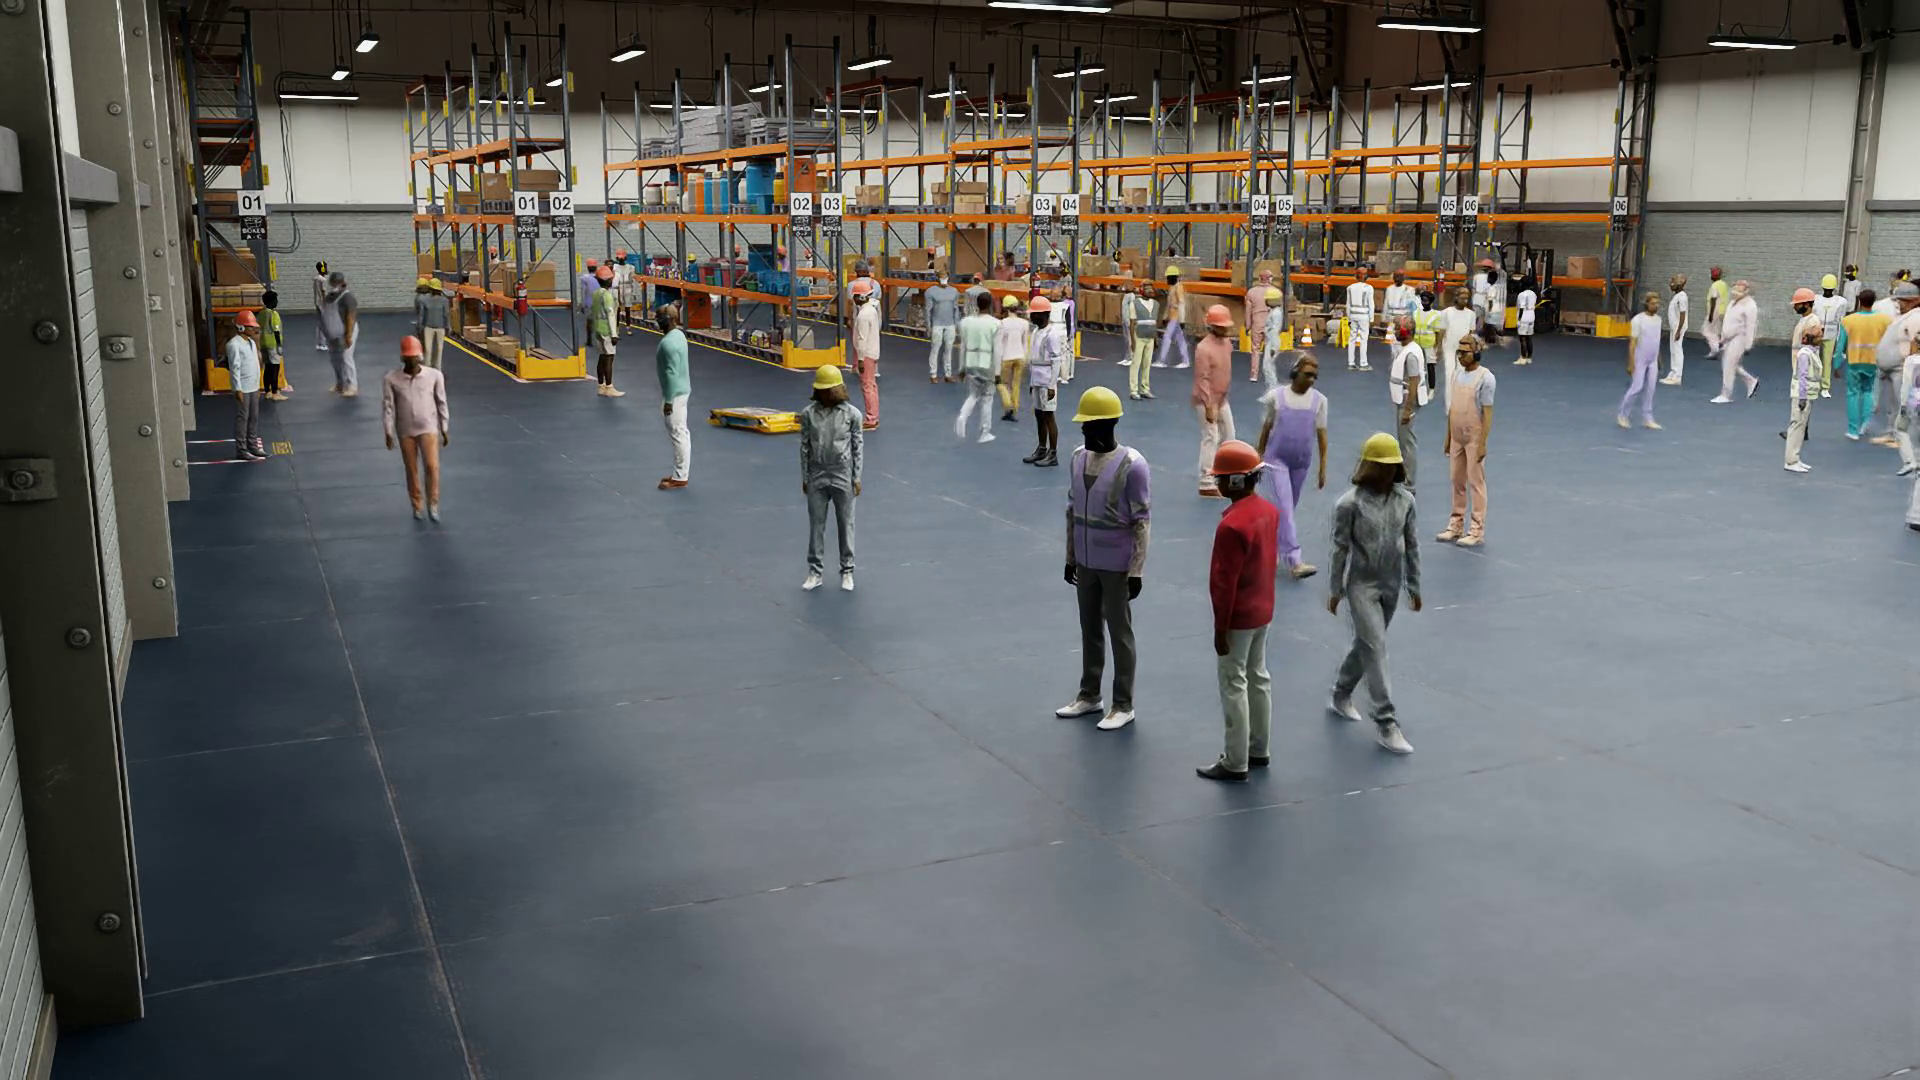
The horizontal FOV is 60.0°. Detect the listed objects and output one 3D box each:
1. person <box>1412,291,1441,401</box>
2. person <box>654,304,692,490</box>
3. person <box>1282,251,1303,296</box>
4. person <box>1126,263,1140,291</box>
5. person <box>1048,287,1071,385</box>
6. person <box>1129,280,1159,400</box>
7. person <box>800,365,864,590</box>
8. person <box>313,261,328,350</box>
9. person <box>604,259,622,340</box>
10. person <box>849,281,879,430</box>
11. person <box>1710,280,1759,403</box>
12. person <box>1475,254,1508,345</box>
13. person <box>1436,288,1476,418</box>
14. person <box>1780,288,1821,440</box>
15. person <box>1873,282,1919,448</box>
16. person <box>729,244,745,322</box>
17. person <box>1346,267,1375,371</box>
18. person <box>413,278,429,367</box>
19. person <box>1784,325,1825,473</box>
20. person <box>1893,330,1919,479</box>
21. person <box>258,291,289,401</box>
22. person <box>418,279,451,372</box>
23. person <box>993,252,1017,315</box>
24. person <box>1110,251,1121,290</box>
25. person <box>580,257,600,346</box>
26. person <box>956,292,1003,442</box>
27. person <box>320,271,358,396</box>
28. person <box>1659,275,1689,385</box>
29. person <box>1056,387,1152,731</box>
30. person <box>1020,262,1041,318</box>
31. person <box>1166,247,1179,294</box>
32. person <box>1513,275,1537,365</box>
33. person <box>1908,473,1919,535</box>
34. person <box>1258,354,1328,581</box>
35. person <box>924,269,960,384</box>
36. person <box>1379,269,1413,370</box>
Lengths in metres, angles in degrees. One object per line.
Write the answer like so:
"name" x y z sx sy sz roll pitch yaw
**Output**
"person" 7.180 -2.998 25.664 0.319 1.694 0.533 -10 15 -41
"person" -3.003 -1.495 17.389 0.376 1.940 0.627 0 11 -1
"person" 9.294 -7.119 46.273 0.516 1.828 0.946 -9 15 -40
"person" 4.737 -6.908 45.728 0.504 1.602 0.701 -6 13 -28
"person" 1.616 -3.433 27.990 0.514 1.643 0.311 1 11 7
"person" 2.839 -3.095 25.754 0.564 1.847 0.395 -8 14 -35
"person" -0.983 -0.470 12.698 0.487 1.736 0.321 2 11 8
"person" -13.460 -4.942 35.123 0.329 1.861 0.506 -10 15 -40
"person" -7.952 -5.461 37.778 0.390 1.846 0.565 11 15 43
"person" -1.269 -2.451 22.142 0.400 1.986 0.606 2 11 10
"person" 11.817 -2.997 25.179 0.685 1.878 0.666 0 11 0
"person" 11.688 -5.325 36.592 0.682 2.000 0.925 -3 12 -15
"person" 7.022 -2.611 23.325 0.547 1.828 0.682 -2 11 -8
"person" 10.722 -2.237 21.213 0.389 1.923 0.549 3 11 13
"person" 11.554 -2.151 20.460 0.536 2.000 0.688 3 12 15
"person" -5.950 -6.795 44.057 0.389 2.045 0.606 -6 13 -28
"person" 7.354 -4.052 30.525 0.356 1.884 0.574 -10 15 -41
"person" -9.574 -3.800 29.674 0.394 1.729 0.554 -9 14 -39
"person" 9.451 -1.585 18.606 0.312 1.639 0.518 8 14 34
"person" 10.376 -1.455 17.995 0.516 1.627 0.364 -1 11 -6
"person" -10.575 -2.980 25.572 0.535 1.691 0.317 10 15 42
"person" -9.157 -3.683 29.019 0.548 1.738 0.569 -5 12 -23
"person" 1.181 -6.521 43.112 0.999 1.872 0.601 11 15 44
"person" 4.171 -6.814 44.616 0.329 1.865 0.518 -4 12 -20
"person" -7.905 -5.114 35.843 0.562 1.940 0.572 -6 12 -27
"person" 0.228 -2.148 20.803 0.618 1.895 0.659 6 13 30
"person" -9.761 -3.266 26.130 0.727 2.000 0.556 8 14 35
"person" 12.024 -3.523 27.933 0.348 1.847 0.505 2 11 12
"person" 0.790 0.103 9.299 0.383 1.924 0.594 -9 14 -39
"person" 1.637 -5.701 39.297 0.558 1.735 0.380 -7 13 -31
"person" 6.505 -8.085 51.158 0.429 1.837 0.625 -11 16 -44
"person" 10.733 -4.170 31.600 0.540 1.695 0.317 -11 15 -43
"person" 8.784 -0.891 14.633 0.626 1.806 0.743 -6 12 -27
"person" 2.635 -0.595 13.218 0.518 1.784 0.951 -1 11 -5
"person" -0.298 -3.608 28.125 0.638 1.938 0.357 -5 12 -23
"person" 7.980 -4.023 30.421 0.448 1.865 0.602 -7 13 -30
